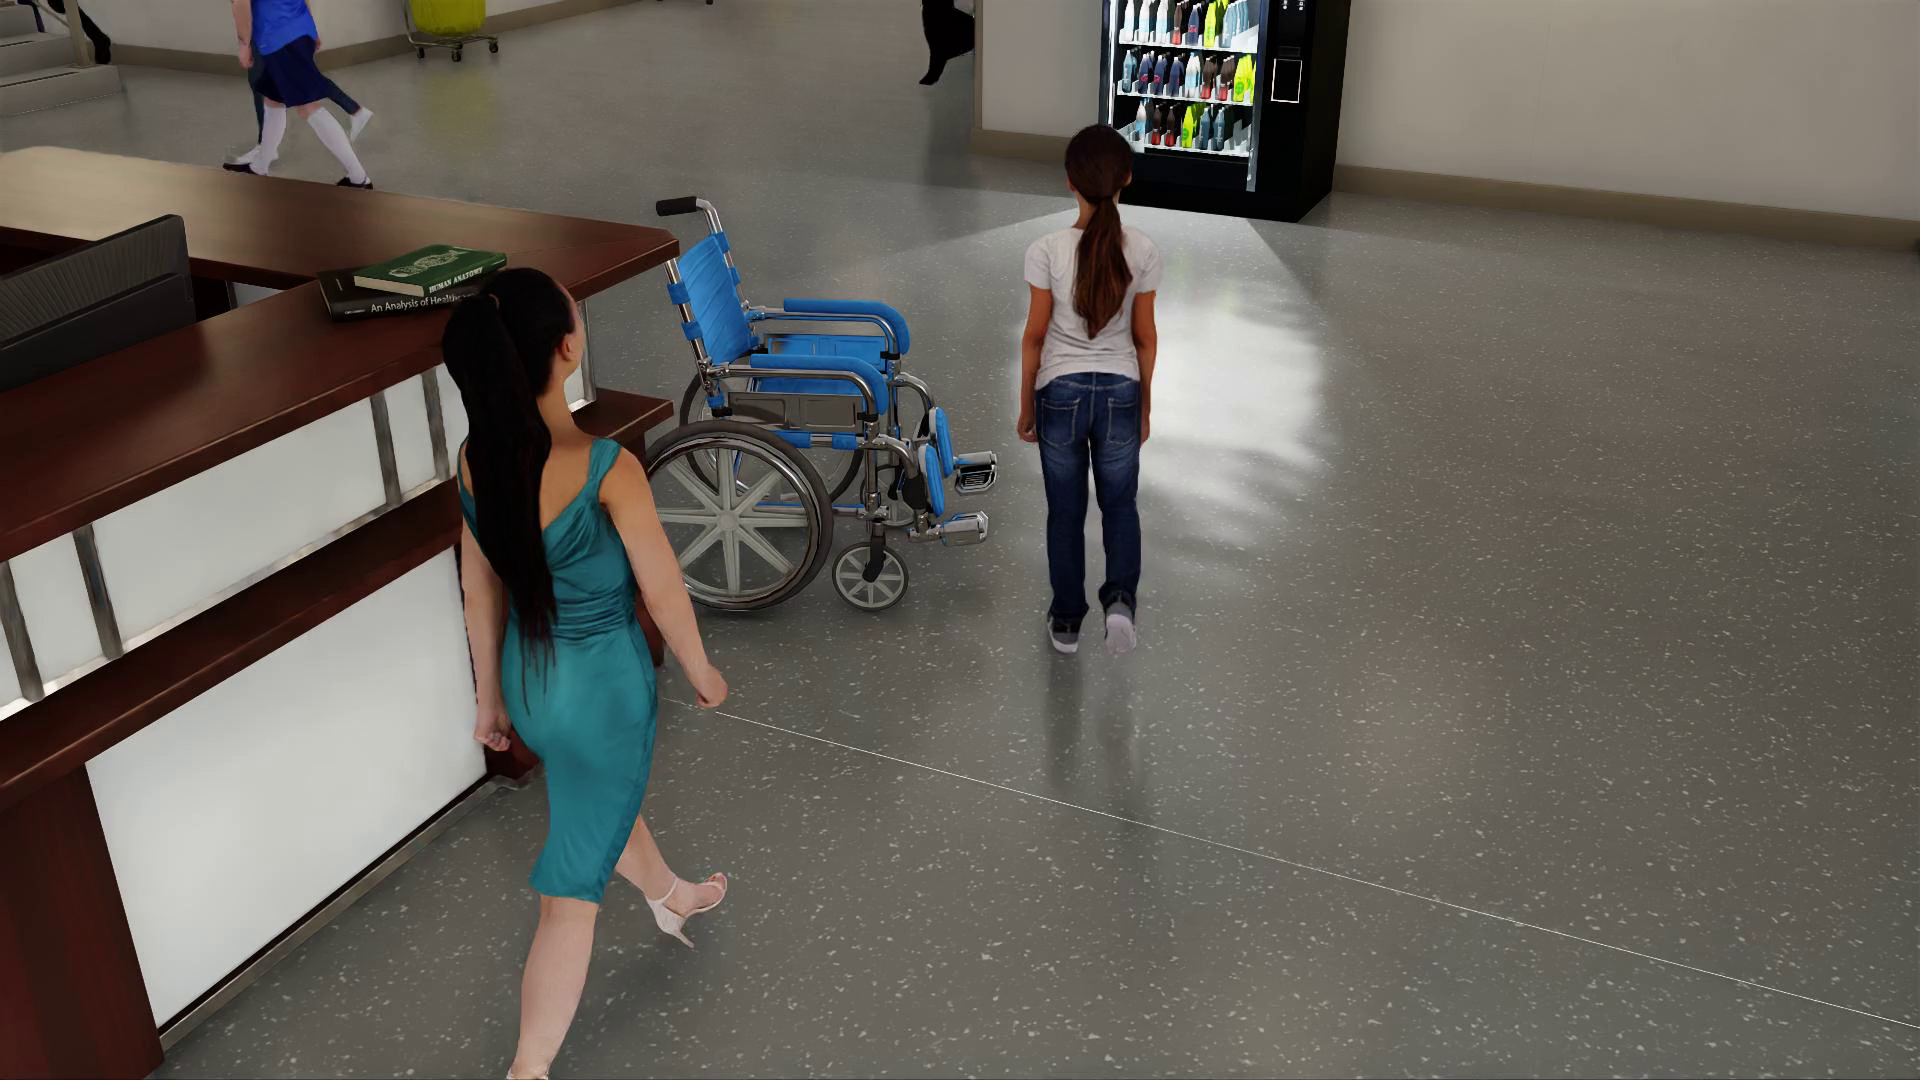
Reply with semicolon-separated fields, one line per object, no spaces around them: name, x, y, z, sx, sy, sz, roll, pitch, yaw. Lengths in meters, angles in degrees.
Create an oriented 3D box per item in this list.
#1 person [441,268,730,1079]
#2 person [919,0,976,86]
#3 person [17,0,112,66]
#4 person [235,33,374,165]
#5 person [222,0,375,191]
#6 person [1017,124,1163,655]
person;-0.732;0.377;3.020;0.985;1.633;0.631;13;28;24
person;-0.066;-4.412;12.841;1.005;1.728;1.040;-17;31;-32
person;-7.212;-4.608;13.077;1.115;1.877;0.729;9;27;18
person;-4.237;-3.269;10.506;1.104;1.697;1.159;-14;29;-27
person;-3.751;-2.786;9.418;1.291;1.774;0.936;4;26;9
person;0.369;-0.355;4.630;0.797;1.552;0.794;-2;26;-3
